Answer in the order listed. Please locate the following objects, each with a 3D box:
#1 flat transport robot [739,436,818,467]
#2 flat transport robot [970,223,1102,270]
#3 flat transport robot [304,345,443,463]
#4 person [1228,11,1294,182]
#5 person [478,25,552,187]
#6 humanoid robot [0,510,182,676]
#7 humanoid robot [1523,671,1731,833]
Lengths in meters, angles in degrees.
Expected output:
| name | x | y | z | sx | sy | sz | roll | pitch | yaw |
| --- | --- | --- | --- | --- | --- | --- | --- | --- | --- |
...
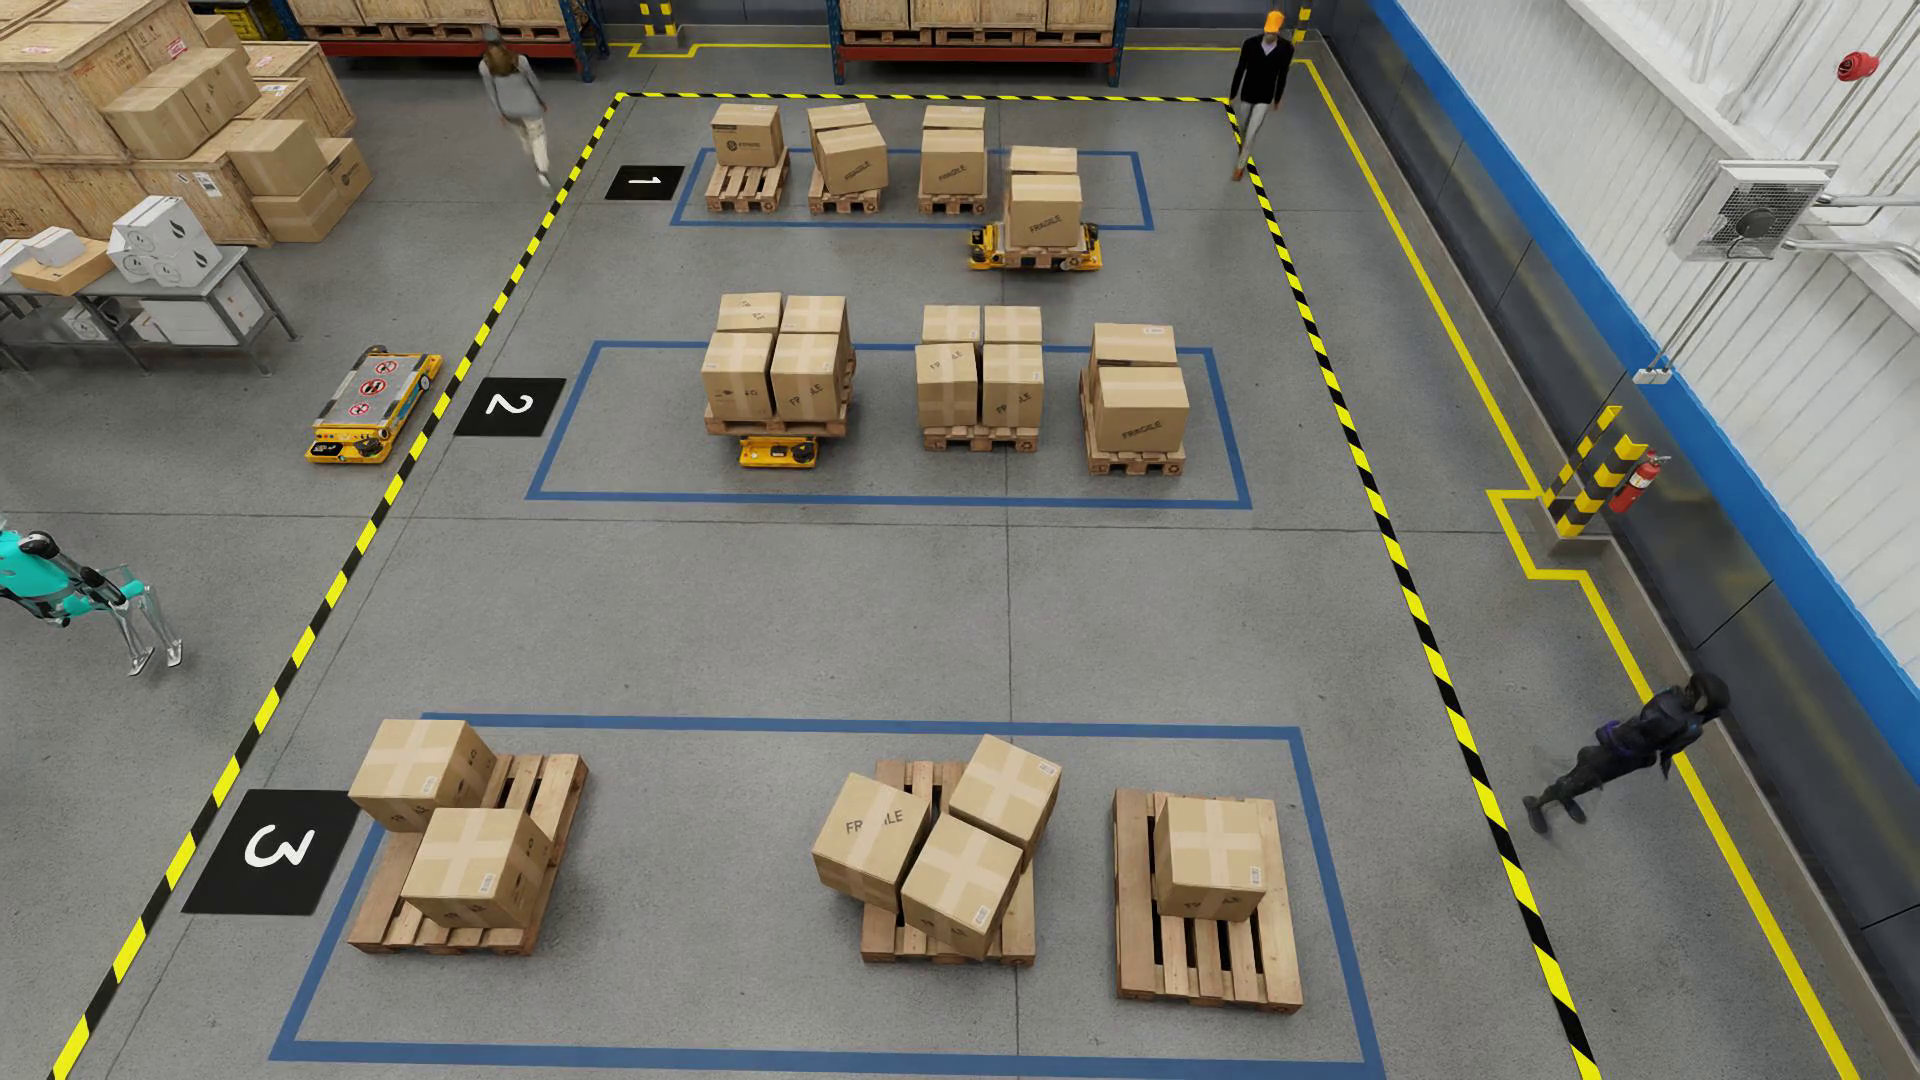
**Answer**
| name | x | y | z | sx | sy | sz | roll | pitch | yaw |
| --- | --- | --- | --- | --- | --- | --- | --- | --- | --- |
| flat transport robot | -1.582 | -1.235 | 8.394 | 0.652 | 0.197 | 1.431 | 1 | 50 | 1 |
| flat transport robot | 0.833 | -3.250 | 10.098 | 1.431 | 0.197 | 0.652 | 1 | 50 | 1 |
| flat transport robot | -5.383 | -1.269 | 8.441 | 0.659 | 0.231 | 1.431 | 1 | 50 | 1 |
| person | 3.506 | -5.276 | 10.796 | 0.587 | 1.859 | 0.788 | 20 | 53 | 16 |
| person | -5.127 | -5.023 | 10.650 | 0.564 | 1.739 | 0.769 | -7 | 50 | -6 |
| humanoid robot | -5.834 | 0.259 | 6.100 | 0.533 | 1.673 | 0.735 | -11 | 51 | -9 |
| humanoid robot | 3.920 | 1.256 | 5.371 | 0.599 | 1.657 | 0.315 | -7 | 50 | -6 |
